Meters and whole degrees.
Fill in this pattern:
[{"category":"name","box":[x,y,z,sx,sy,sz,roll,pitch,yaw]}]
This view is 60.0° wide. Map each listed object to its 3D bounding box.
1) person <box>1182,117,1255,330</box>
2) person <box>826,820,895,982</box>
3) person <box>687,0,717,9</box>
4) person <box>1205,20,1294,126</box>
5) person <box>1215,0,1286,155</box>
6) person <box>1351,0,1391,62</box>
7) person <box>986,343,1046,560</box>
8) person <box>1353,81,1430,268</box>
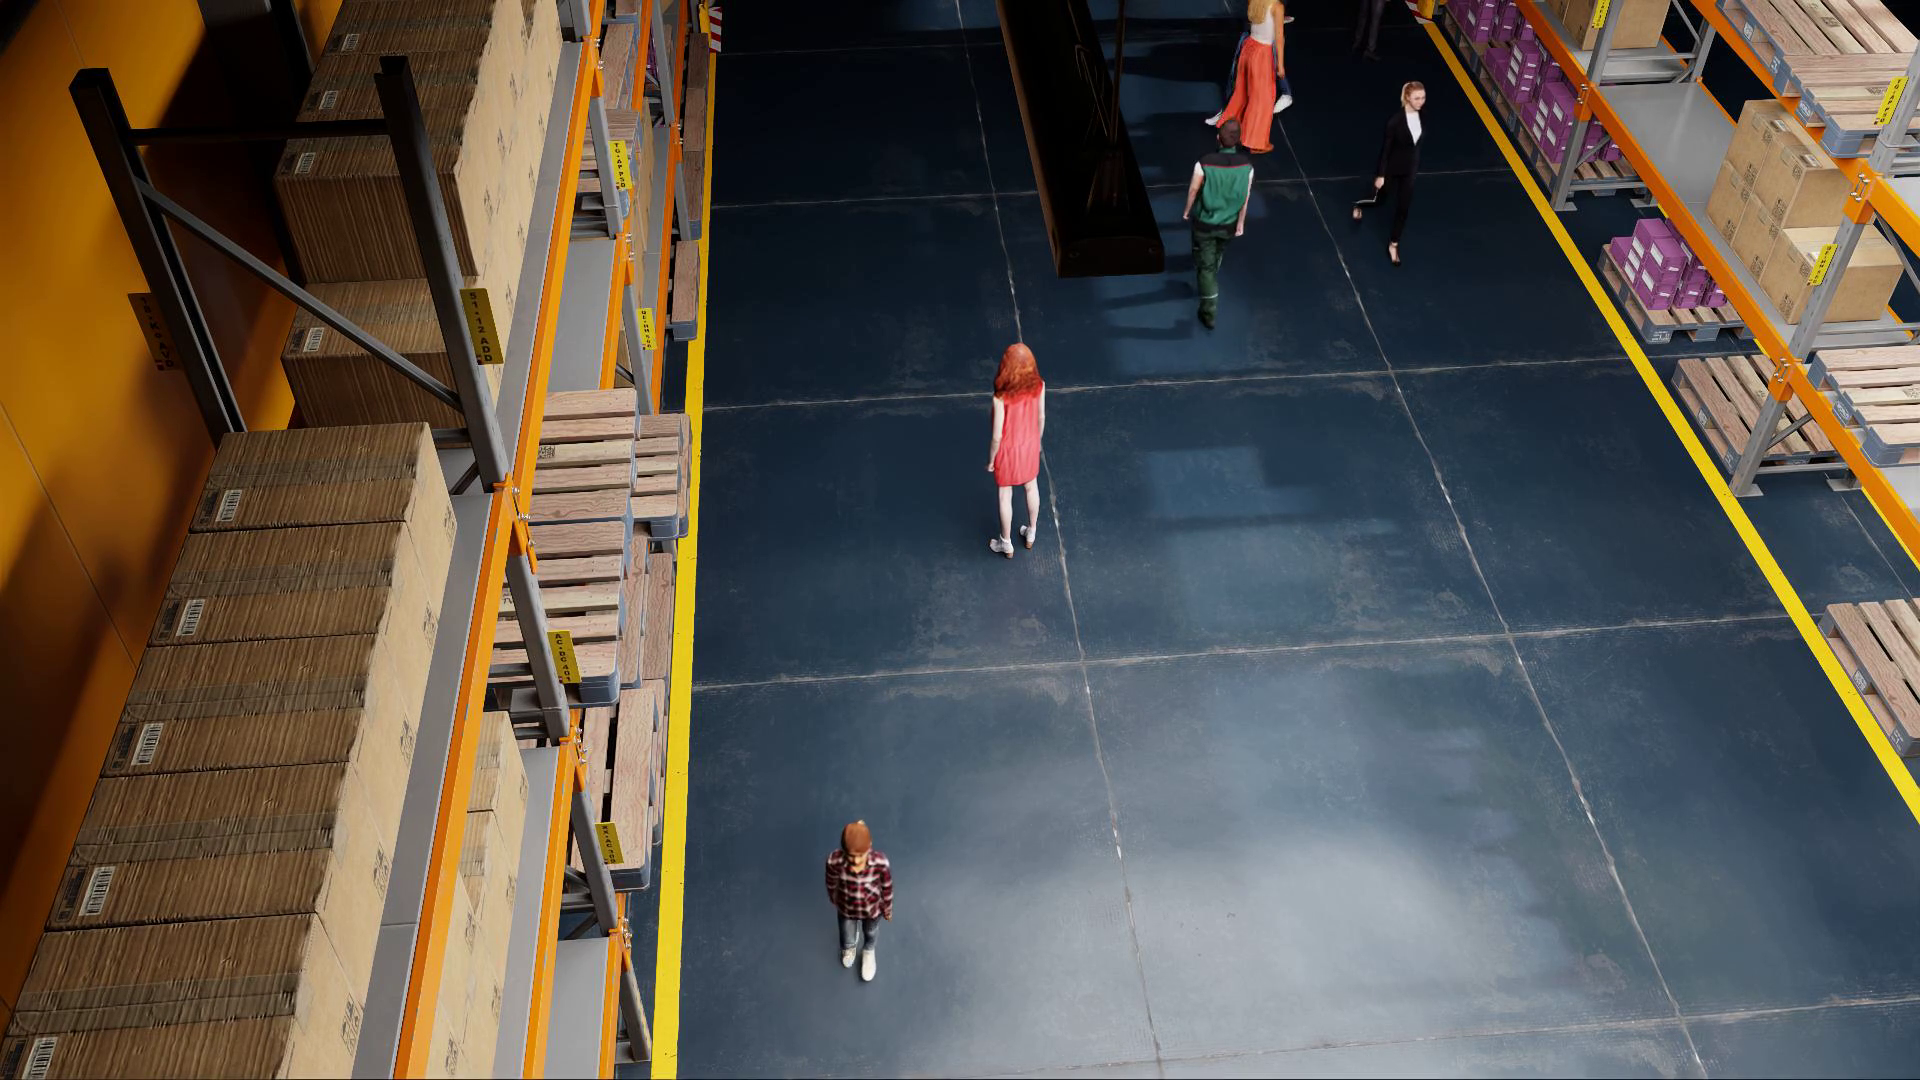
[{"category":"person","box":[2.108,-2.591,13.722,0.655,1.806,1.092,-3,44,-3]},{"category":"person","box":[-0.553,1.961,9.311,0.533,1.299,0.525,-1,44,-1]},{"category":"person","box":[-2.898,-6.726,18.032,0.733,1.848,0.734,18,47,18]},{"category":"person","box":[2.992,-4.866,16.160,1.055,1.738,1.232,-24,49,-23]},{"category":"person","box":[2.789,-4.564,15.818,0.919,1.773,0.802,-9,44,-10]},{"category":"person","box":[4.301,-5.741,17.187,0.713,1.588,0.551,-20,47,-19]},{"category":"person","box":[0.395,-0.619,11.637,0.671,1.827,0.651,-22,48,-22]},{"category":"person","box":[3.761,-3.257,14.512,0.843,1.681,1.116,-16,46,-16]}]
